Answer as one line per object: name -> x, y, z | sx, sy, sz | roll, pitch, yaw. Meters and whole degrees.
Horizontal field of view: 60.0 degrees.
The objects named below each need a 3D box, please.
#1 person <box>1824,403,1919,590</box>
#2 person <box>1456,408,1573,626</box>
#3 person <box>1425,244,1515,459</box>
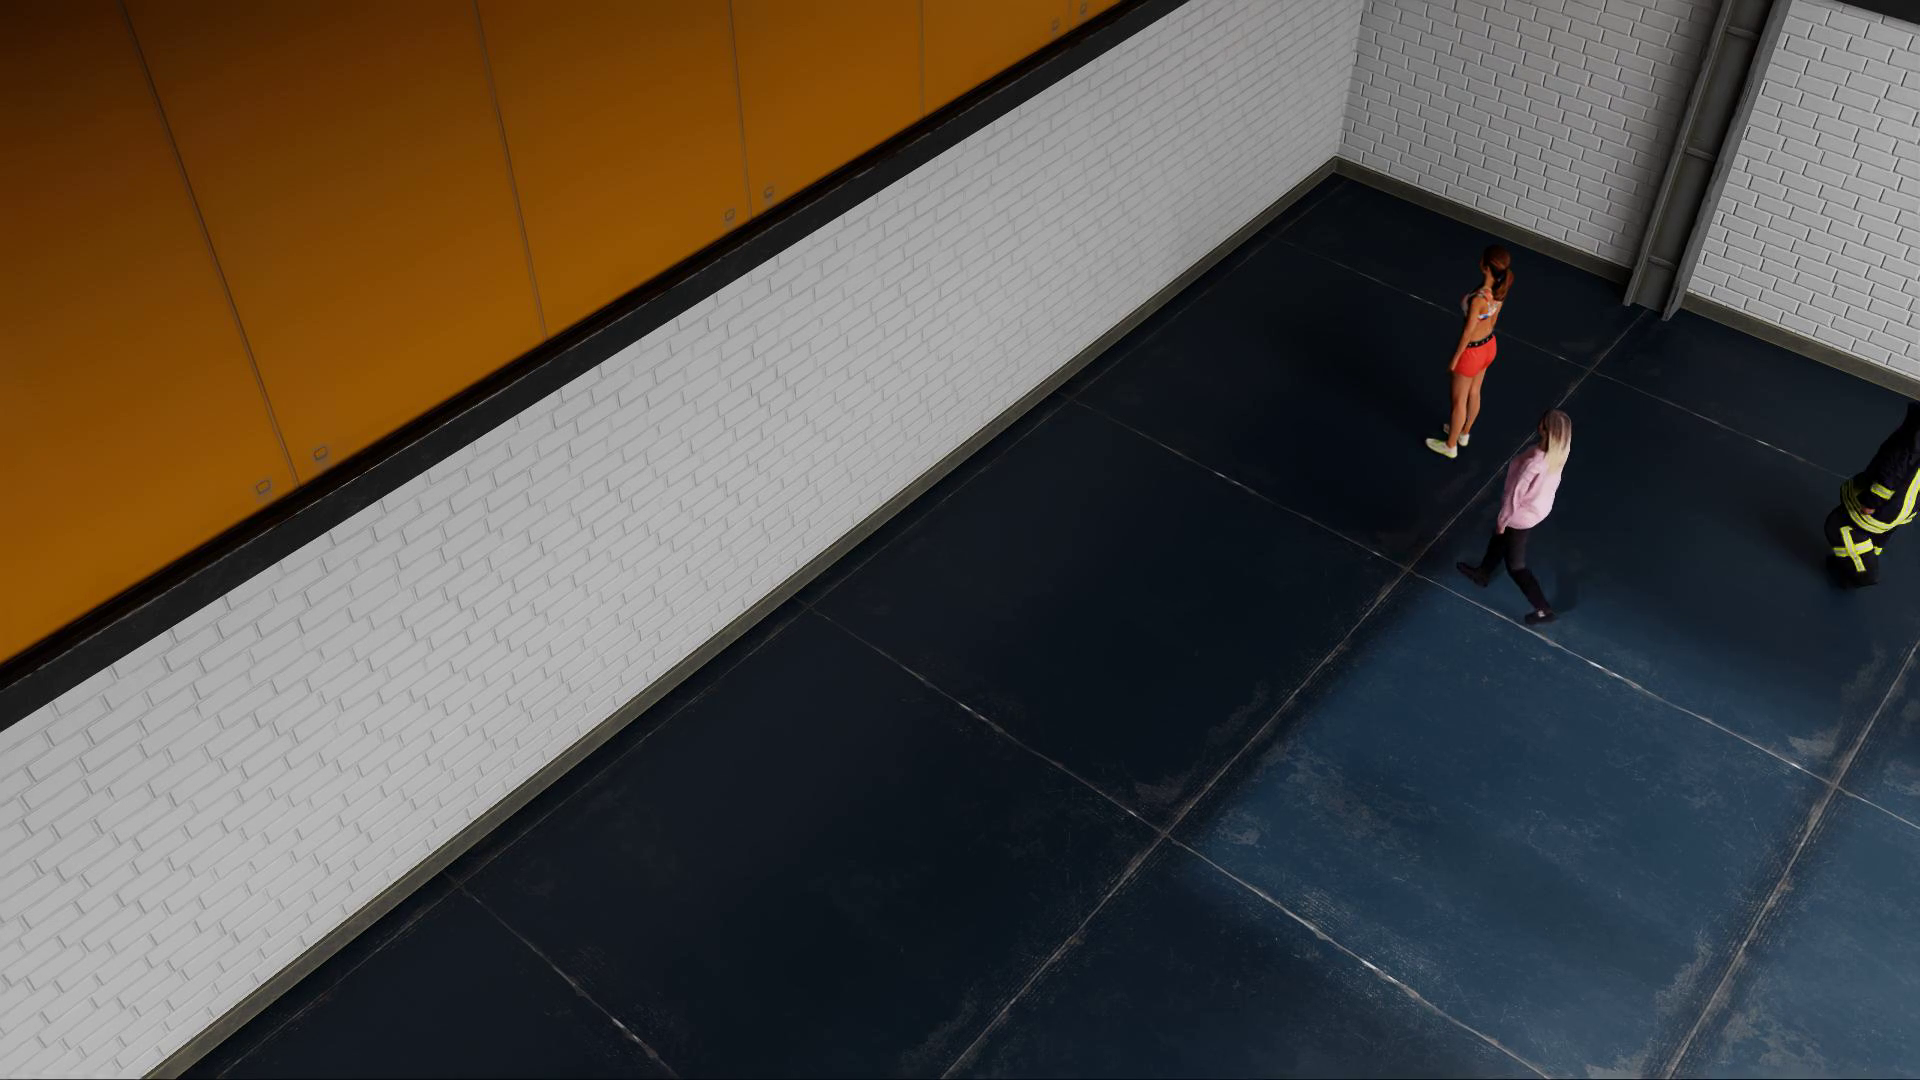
person -> 6.267, -0.341, 11.033 | 0.842, 1.851, 0.816 | -29, 51, -27
person -> 3.777, -0.131, 10.951 | 0.705, 1.660, 1.092 | -31, 52, -28
person -> 3.760, -1.373, 12.159 | 0.600, 1.791, 0.586 | -31, 52, -29
